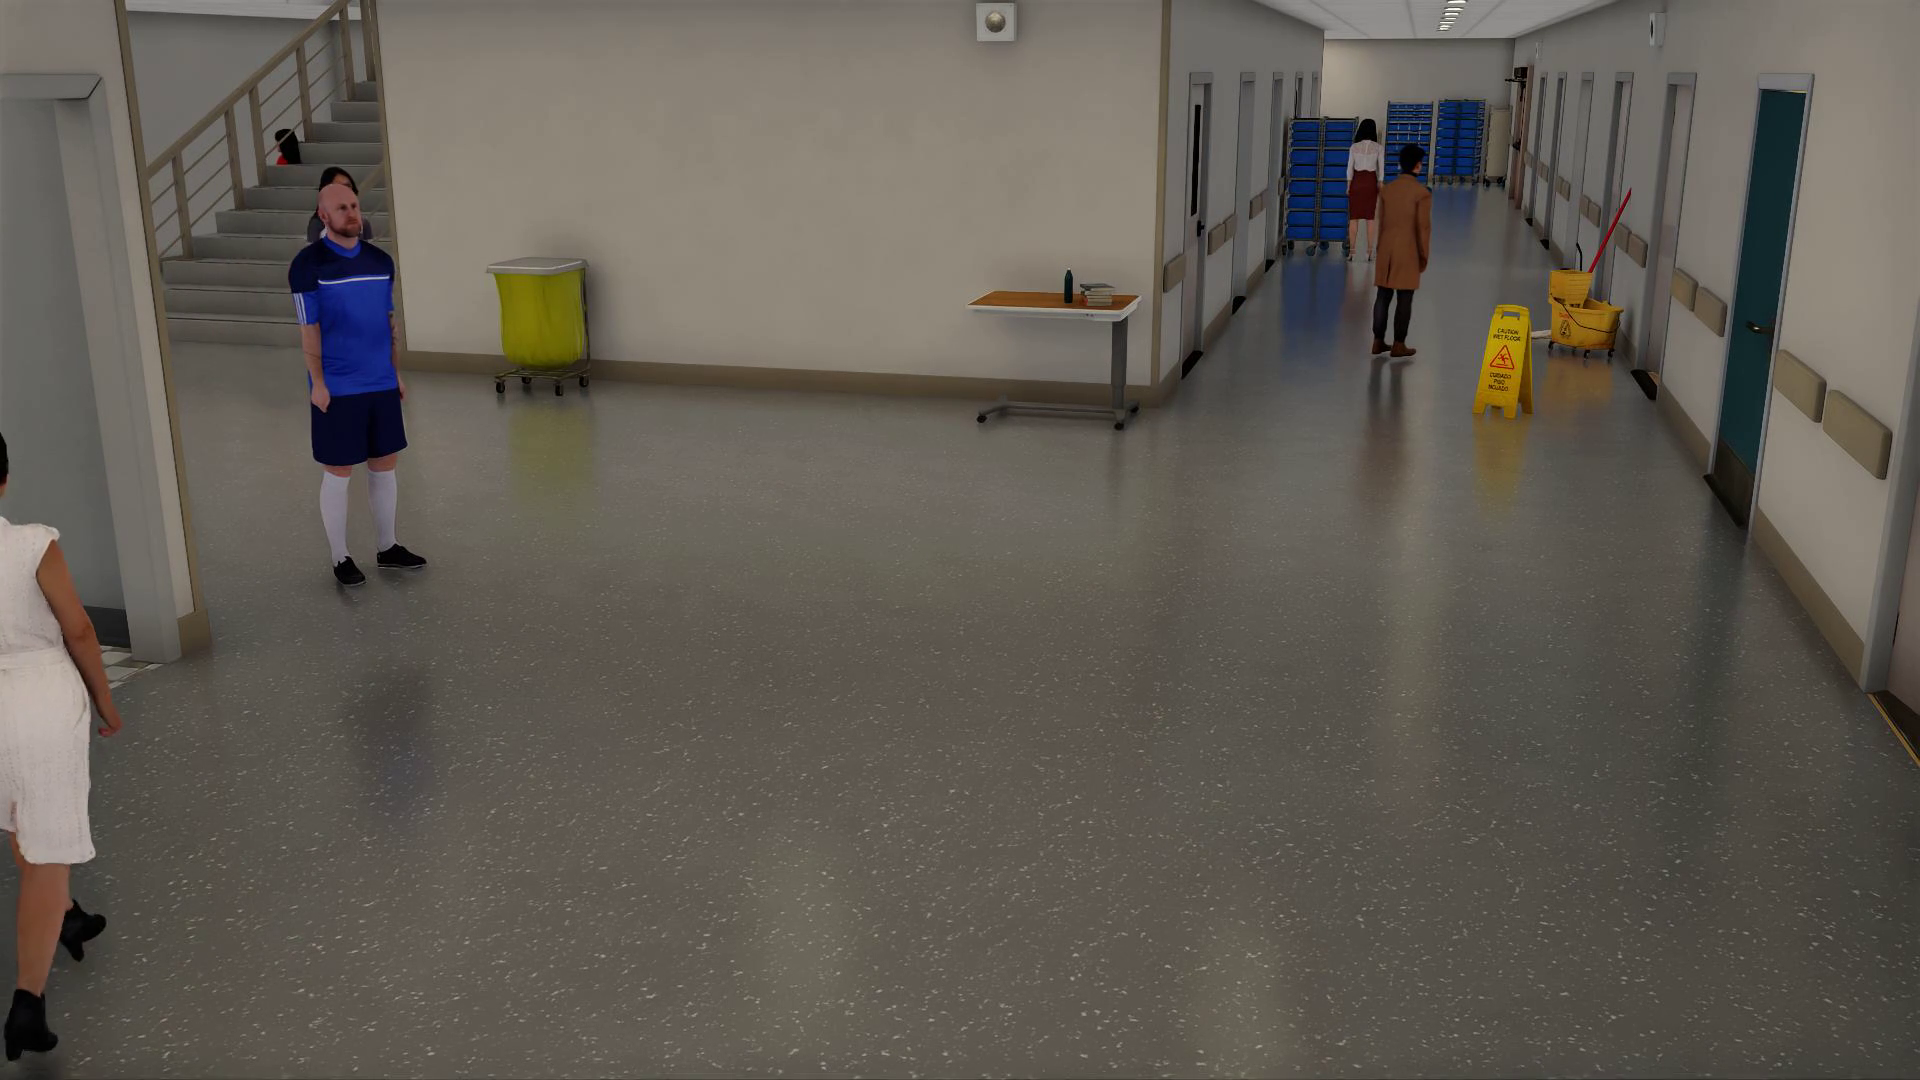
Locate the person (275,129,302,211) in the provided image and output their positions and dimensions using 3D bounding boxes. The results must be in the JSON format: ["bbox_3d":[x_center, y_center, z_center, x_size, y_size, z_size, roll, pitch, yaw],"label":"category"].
[{"bbox_3d":[-6.916,-3.388,17.330,0.695,1.746,0.587,2,16,7],"label":"person"}]

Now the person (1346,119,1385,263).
[{"bbox_3d":[5.056,-4.378,20.837,0.620,1.750,0.531,3,16,9],"label":"person"}]

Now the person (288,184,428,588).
[{"bbox_3d":[-2.810,-0.727,7.718,0.800,1.842,0.639,11,19,33],"label":"person"}]

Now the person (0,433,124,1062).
[{"bbox_3d":[-2.268,0.494,3.986,0.779,1.516,1.073,-2,16,-6],"label":"person"}]

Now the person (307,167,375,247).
[{"bbox_3d":[-4.239,-1.668,11.388,0.954,1.661,1.115,12,20,36],"label":"person"}]

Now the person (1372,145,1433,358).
[{"bbox_3d":[3.627,-2.390,13.760,0.742,1.721,0.772,15,21,42],"label":"person"}]
